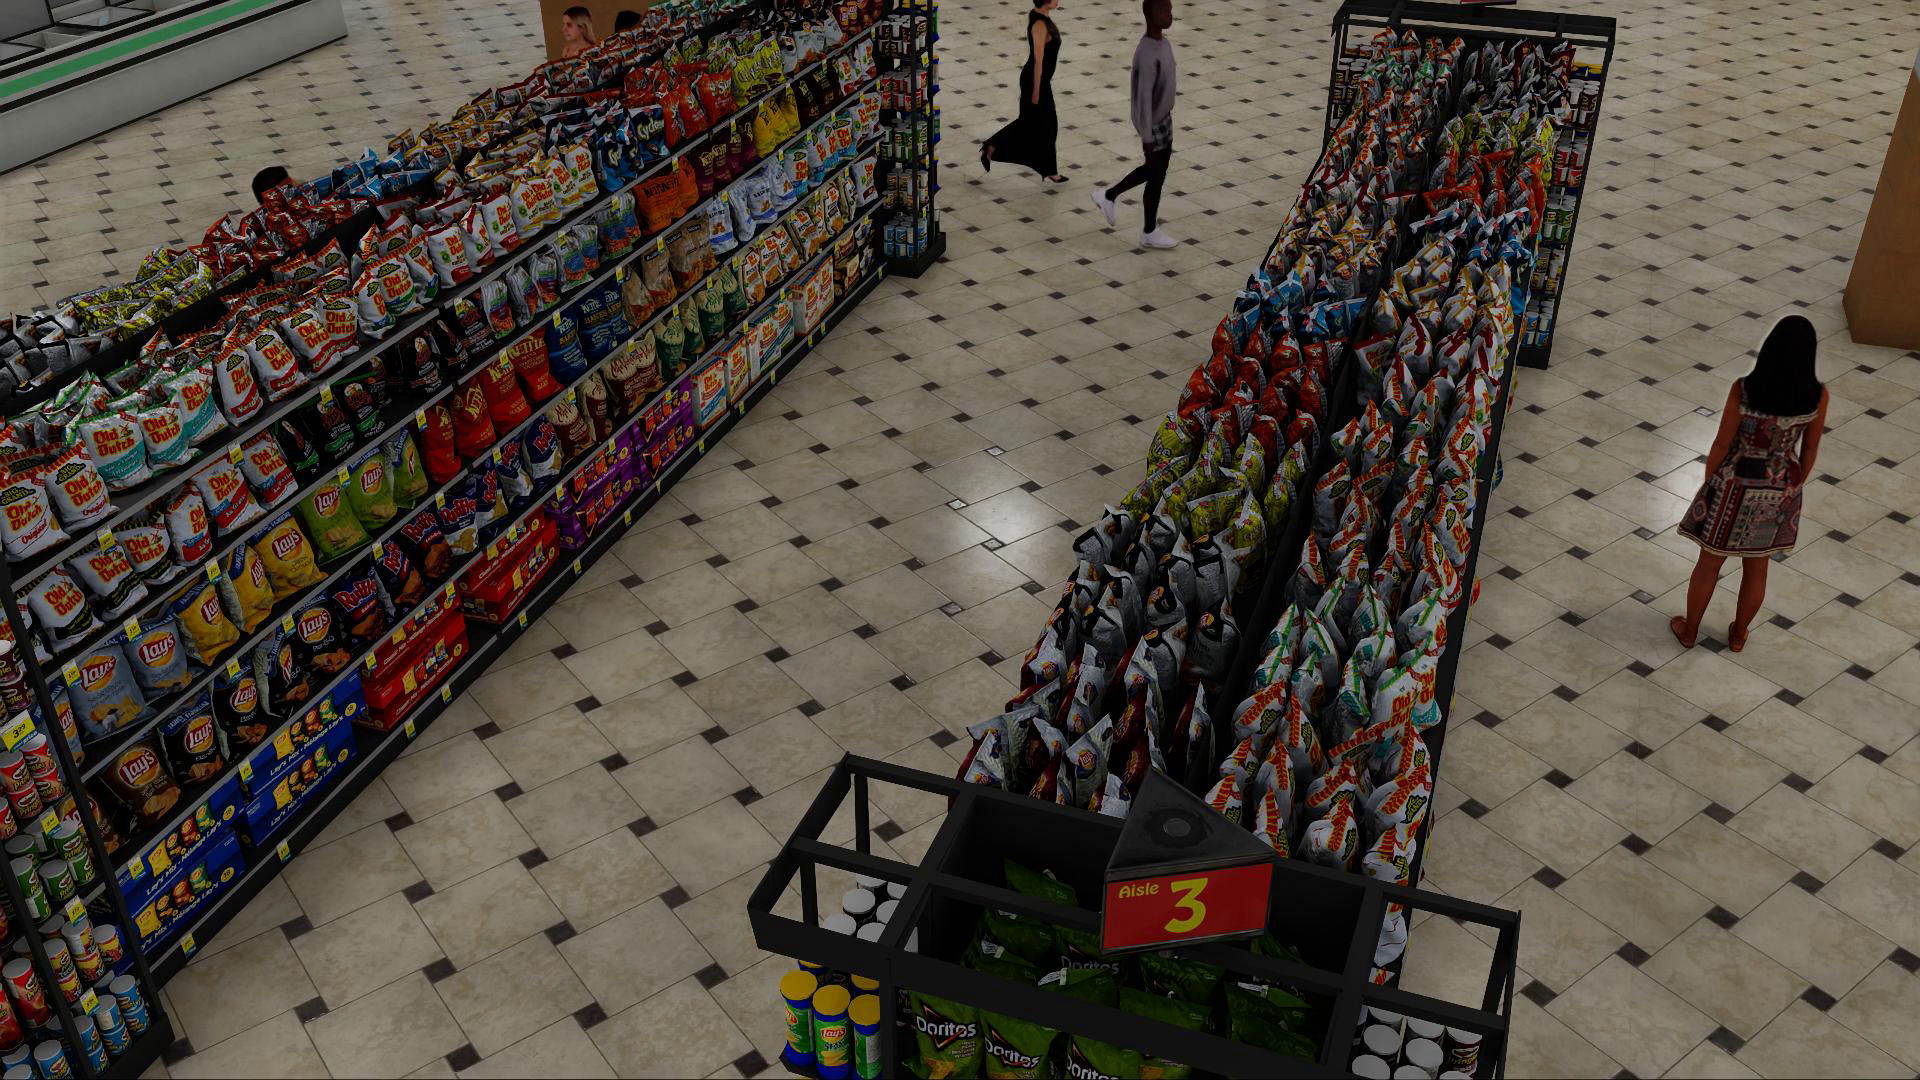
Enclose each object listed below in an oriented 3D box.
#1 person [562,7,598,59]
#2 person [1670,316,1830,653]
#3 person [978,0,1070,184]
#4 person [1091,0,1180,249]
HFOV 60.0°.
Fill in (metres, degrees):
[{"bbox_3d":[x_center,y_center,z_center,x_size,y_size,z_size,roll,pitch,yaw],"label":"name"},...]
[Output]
[{"bbox_3d":[-2.551,-2.958,11.775,1.212,1.593,0.941,-25,39,-34],"label":"person"},{"bbox_3d":[3.496,-0.230,7.343,0.682,1.645,0.579,6,32,9],"label":"person"},{"bbox_3d":[0.506,-3.439,12.563,0.925,1.578,0.973,-5,32,-7],"label":"person"},{"bbox_3d":[1.250,-2.885,11.504,0.673,1.757,0.819,11,33,16],"label":"person"}]
